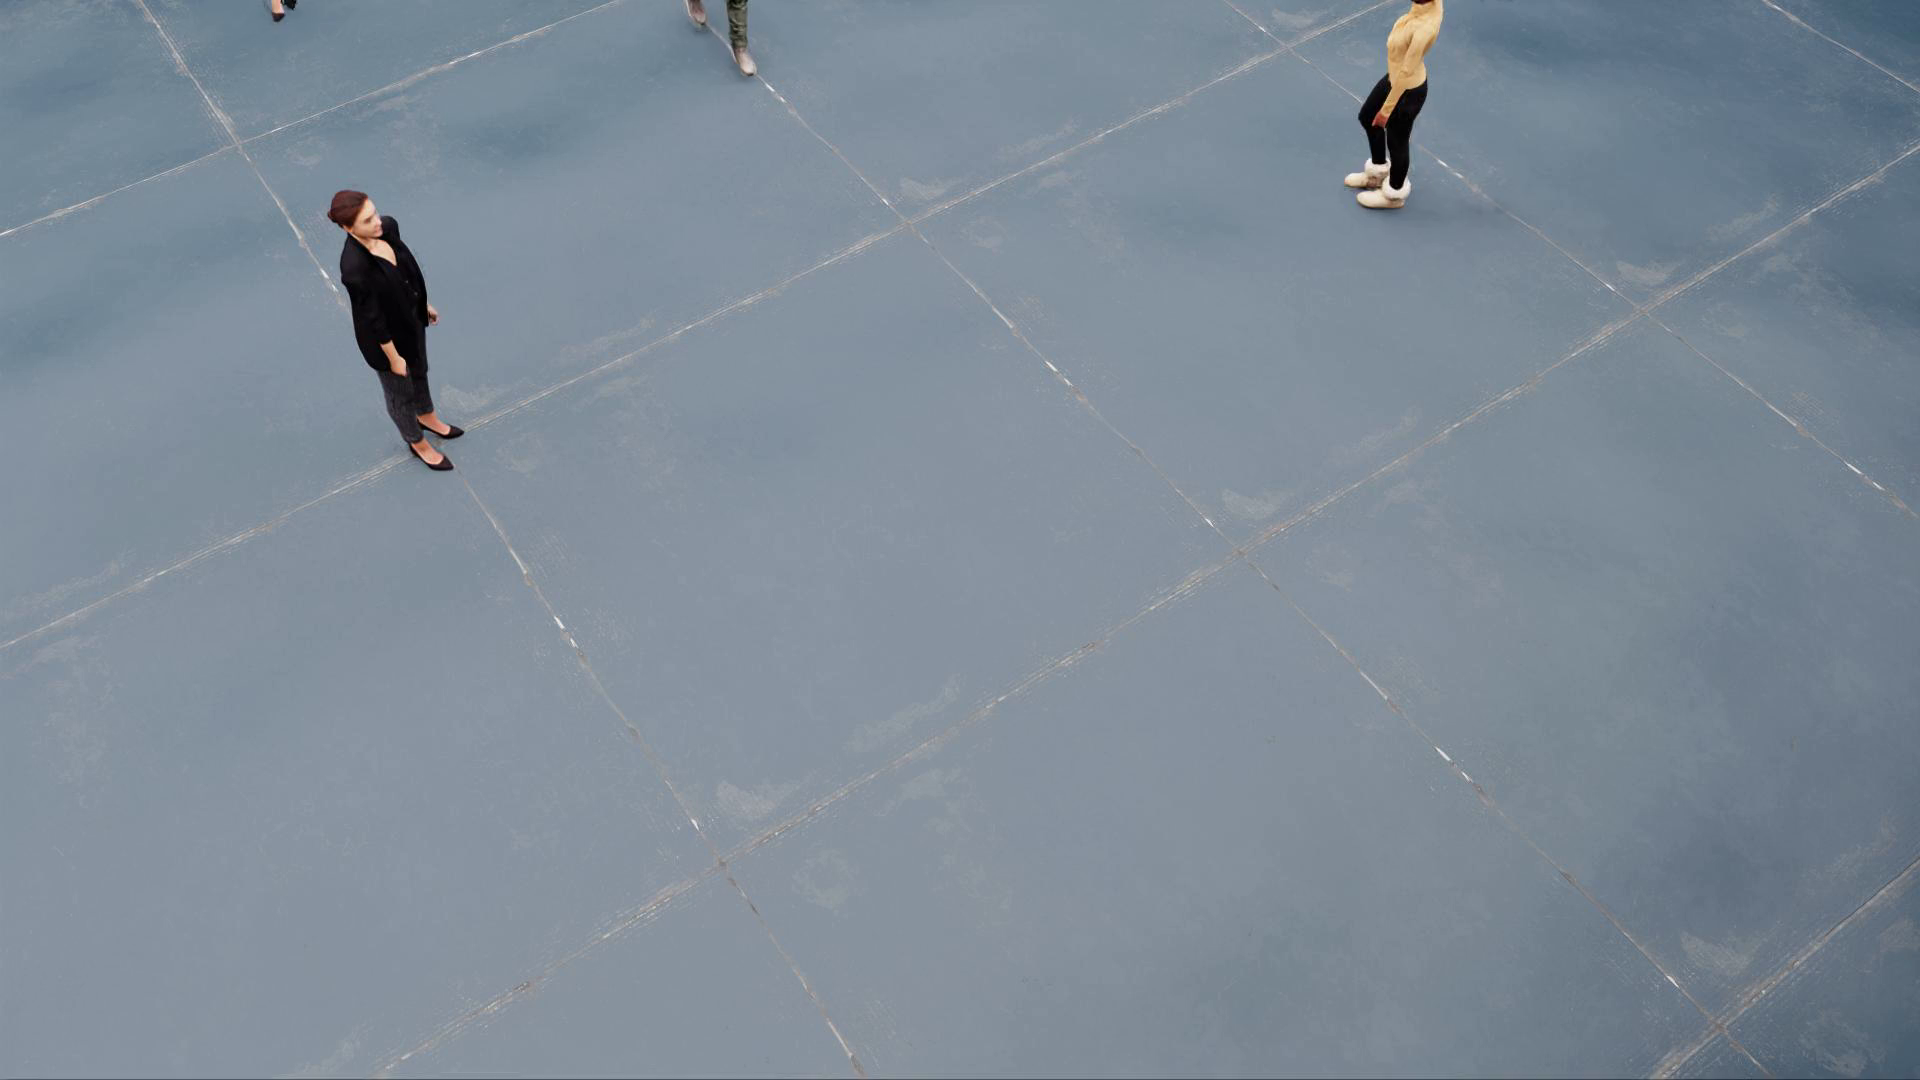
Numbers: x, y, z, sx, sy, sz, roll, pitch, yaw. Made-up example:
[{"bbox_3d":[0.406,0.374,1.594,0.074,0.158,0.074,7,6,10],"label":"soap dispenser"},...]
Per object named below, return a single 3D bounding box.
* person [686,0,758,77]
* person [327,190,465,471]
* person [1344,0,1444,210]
[{"bbox_3d":[-1.570,-3.739,10.279,0.673,1.626,1.099,-22,55,-16],"label":"person"},{"bbox_3d":[-2.764,-1.023,8.117,0.788,1.719,0.718,5,52,4],"label":"person"},{"bbox_3d":[2.571,-2.518,9.318,0.812,1.650,0.759,11,53,8],"label":"person"}]
